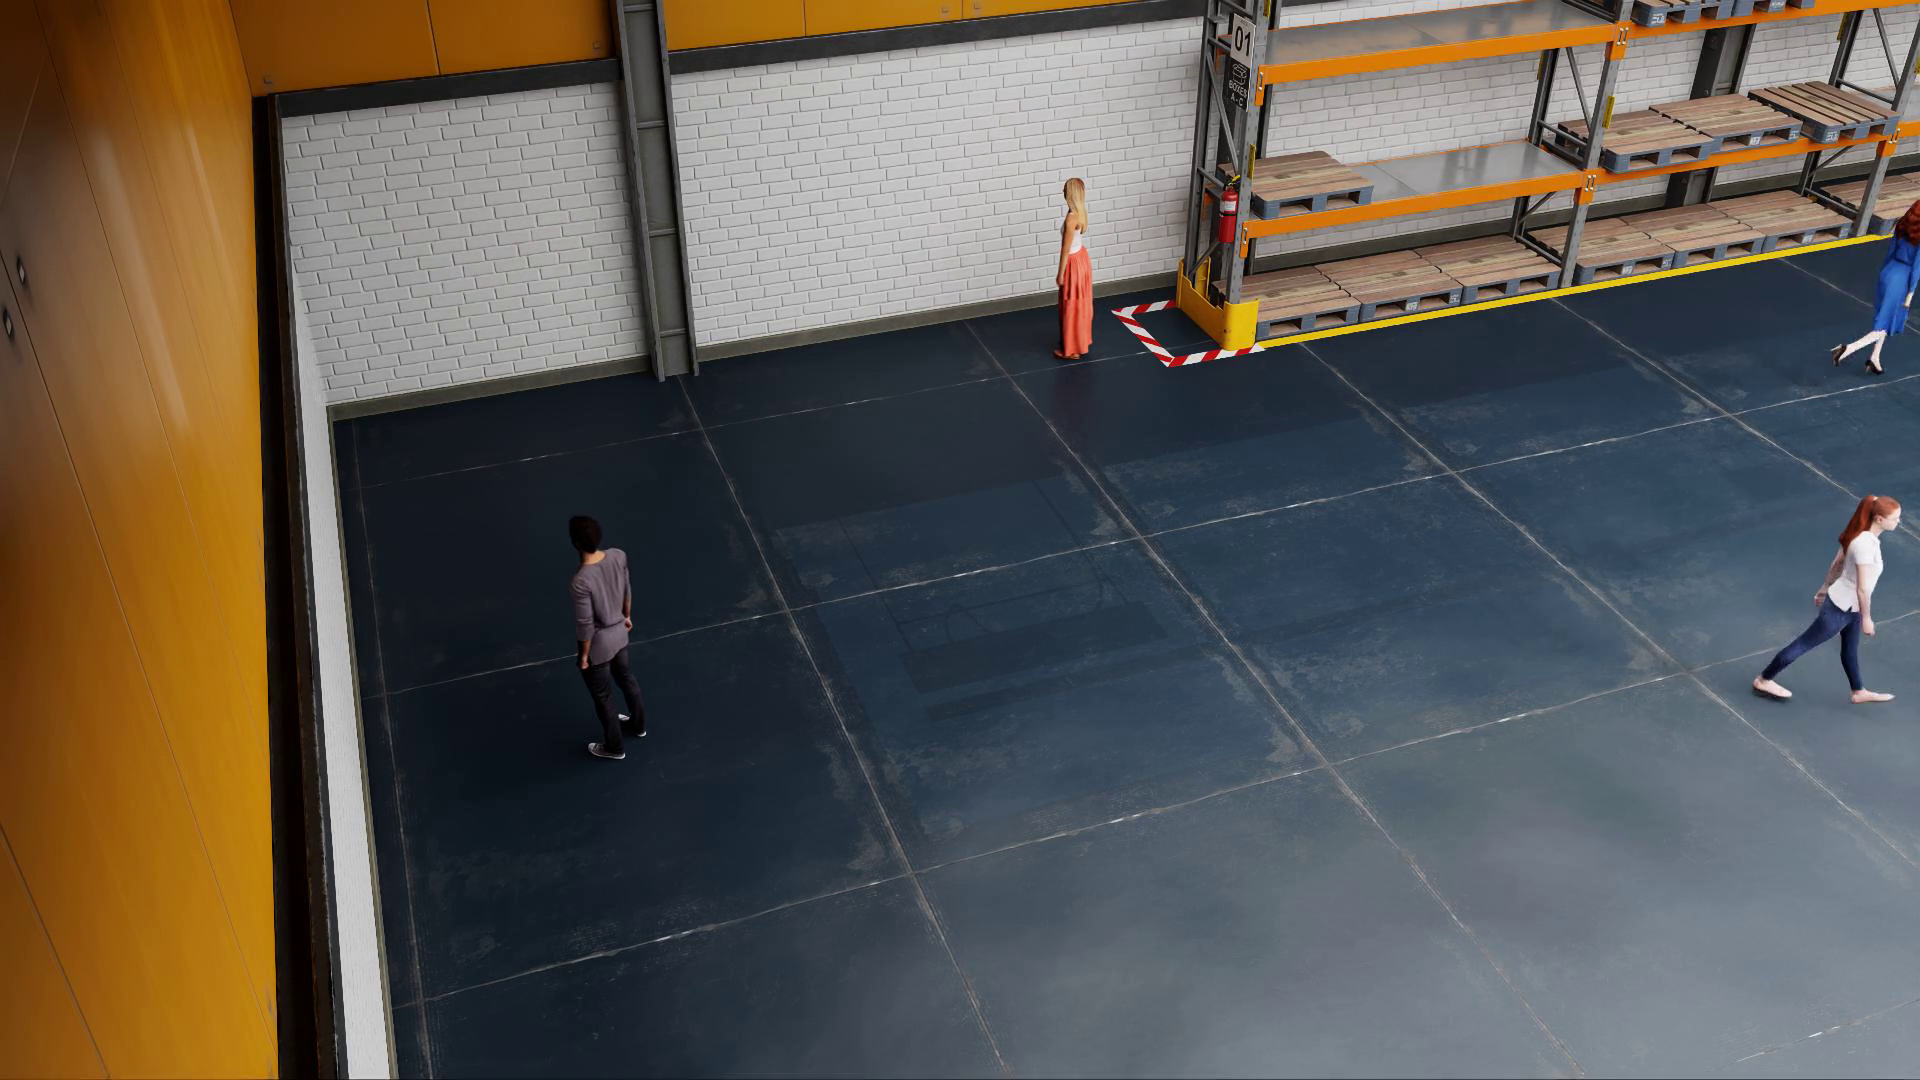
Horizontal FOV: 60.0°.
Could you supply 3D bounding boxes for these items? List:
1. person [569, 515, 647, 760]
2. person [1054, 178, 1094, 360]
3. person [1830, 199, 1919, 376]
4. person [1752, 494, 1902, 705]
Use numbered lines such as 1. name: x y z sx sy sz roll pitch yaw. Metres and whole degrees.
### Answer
1. person: -2.362 0.638 11.021 0.796 1.851 0.718 16 37 23
2. person: 1.096 -2.602 15.938 0.751 1.803 0.714 9 35 14
3. person: 8.621 -2.310 15.489 0.978 1.814 0.726 -5 34 -8
4. person: 5.954 0.446 11.453 1.142 1.691 1.048 13 36 19
